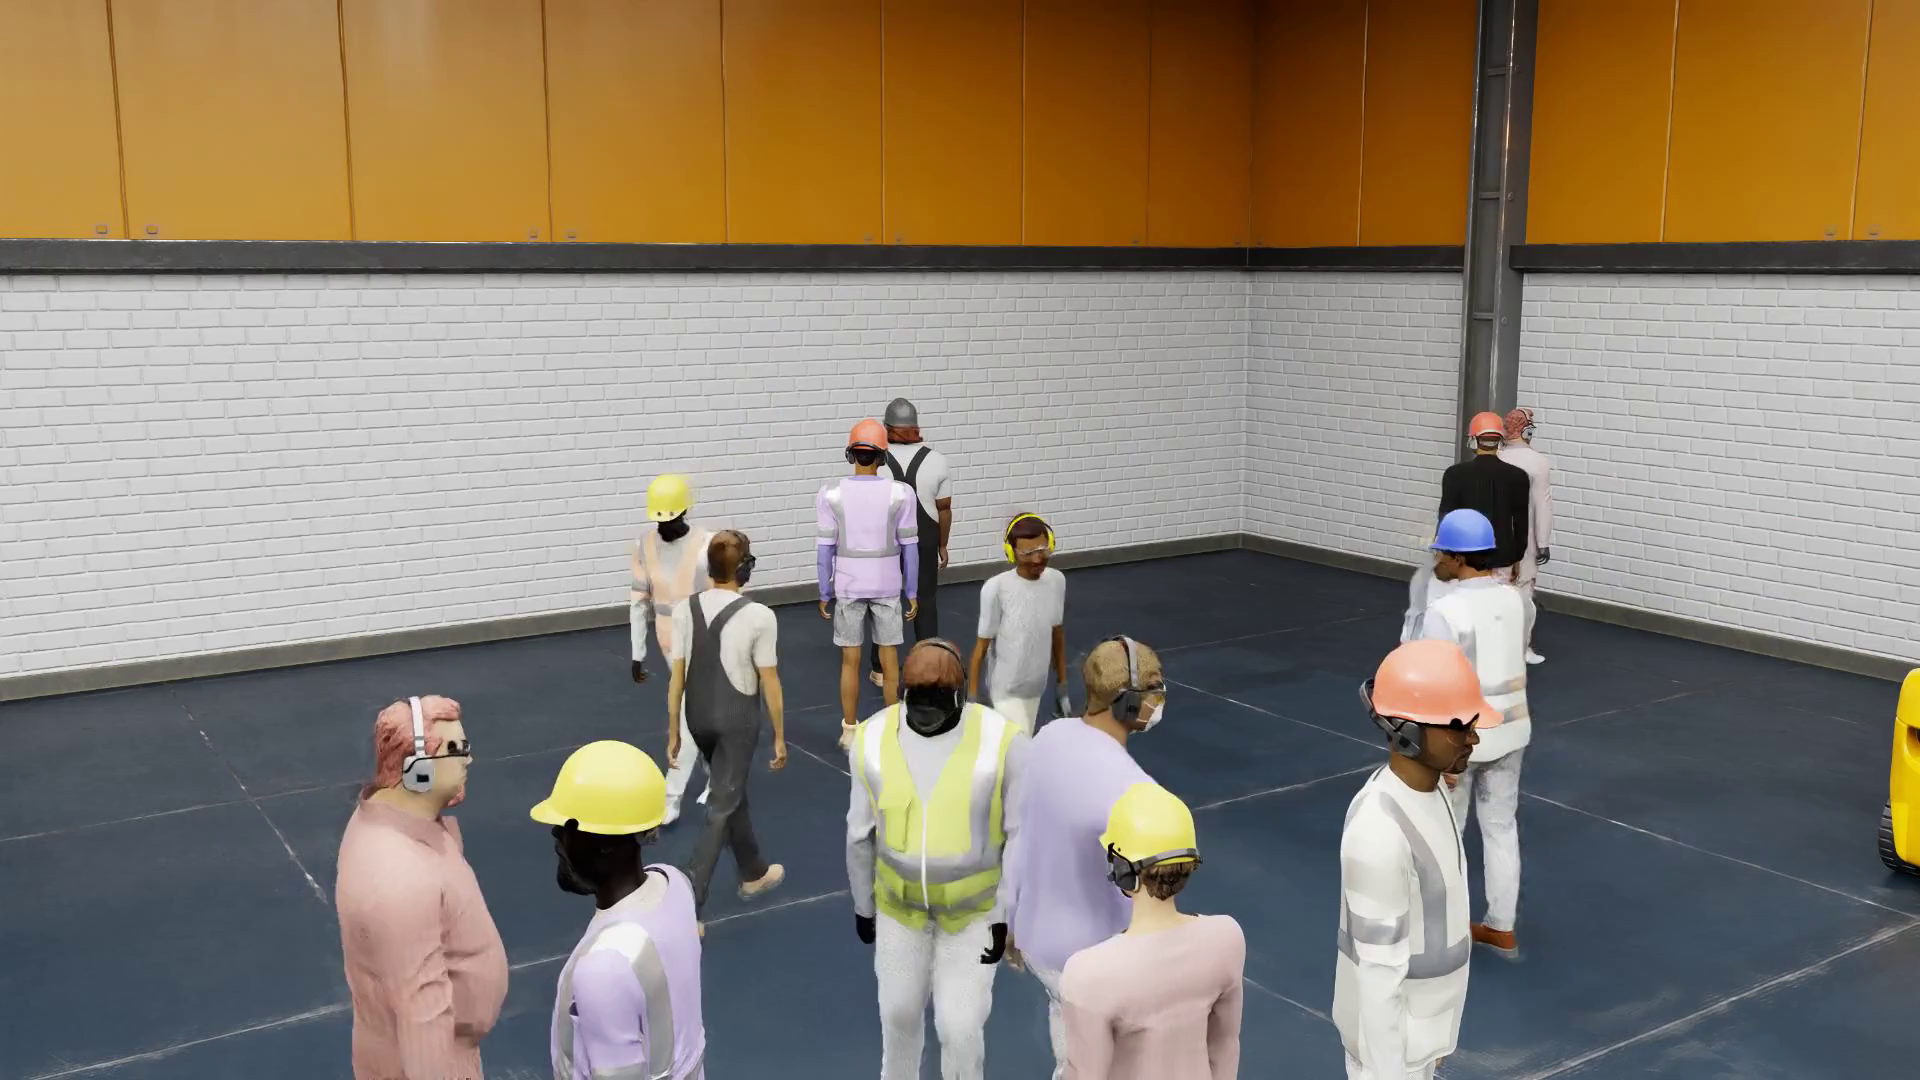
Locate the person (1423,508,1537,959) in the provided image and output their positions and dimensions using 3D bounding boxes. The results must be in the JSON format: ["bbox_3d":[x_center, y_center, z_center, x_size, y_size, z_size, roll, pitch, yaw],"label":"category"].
[{"bbox_3d":[2.197,0.829,7.163,0.600,1.927,0.596,-4,10,-23],"label":"person"}]

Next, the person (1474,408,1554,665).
[{"bbox_3d":[4.117,-0.028,12.379,0.407,1.906,0.655,-8,12,-38],"label":"person"}]

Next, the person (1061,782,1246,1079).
[{"bbox_3d":[0.441,1.440,3.960,0.525,1.769,0.314,-6,11,-33],"label":"person"}]

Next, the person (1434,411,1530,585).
[{"bbox_3d":[3.538,0.116,11.328,0.688,1.966,0.548,0,9,-2],"label":"person"}]

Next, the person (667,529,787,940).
[{"bbox_3d":[-1.067,0.852,7.432,0.514,1.798,0.979,4,10,25],"label":"person"}]

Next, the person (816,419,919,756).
[{"bbox_3d":[-0.557,0.286,10.076,0.614,2.041,0.390,0,9,-3],"label":"person"}]

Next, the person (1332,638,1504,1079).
[{"bbox_3d":[1.155,1.250,4.268,0.378,2.044,0.607,4,10,23],"label":"person"}]

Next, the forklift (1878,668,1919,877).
[{"bbox_3d":[5.511,0.571,7.906,2.313,2.155,1.214,-6,11,-33],"label":"forklift"}]

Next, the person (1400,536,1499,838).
[{"bbox_3d":[2.343,0.734,8.155,0.406,1.802,0.715,-5,10,-26],"label":"person"}]

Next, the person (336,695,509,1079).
[{"bbox_3d":[-1.407,1.326,4.272,0.555,1.891,0.653,-3,10,-18],"label":"person"}]

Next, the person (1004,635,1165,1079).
[{"bbox_3d":[0.381,1.217,4.867,0.547,1.913,0.698,-4,10,-23],"label":"person"}]

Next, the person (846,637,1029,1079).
[{"bbox_3d":[-0.056,1.186,5.400,0.666,1.801,0.538,3,10,17],"label":"person"}]

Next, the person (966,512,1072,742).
[{"bbox_3d":[0.289,0.756,7.977,0.564,1.821,0.687,-9,13,-43],"label":"person"}]

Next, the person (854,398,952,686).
[{"bbox_3d":[-0.410,0.010,11.749,0.689,2.000,0.539,-1,10,-8],"label":"person"}]

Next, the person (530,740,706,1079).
[{"bbox_3d":[-0.757,1.390,3.768,0.363,1.930,0.587,0,9,1],"label":"person"}]

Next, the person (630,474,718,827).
[{"bbox_3d":[-1.495,0.573,8.871,0.605,1.858,0.923,4,10,24],"label":"person"}]
